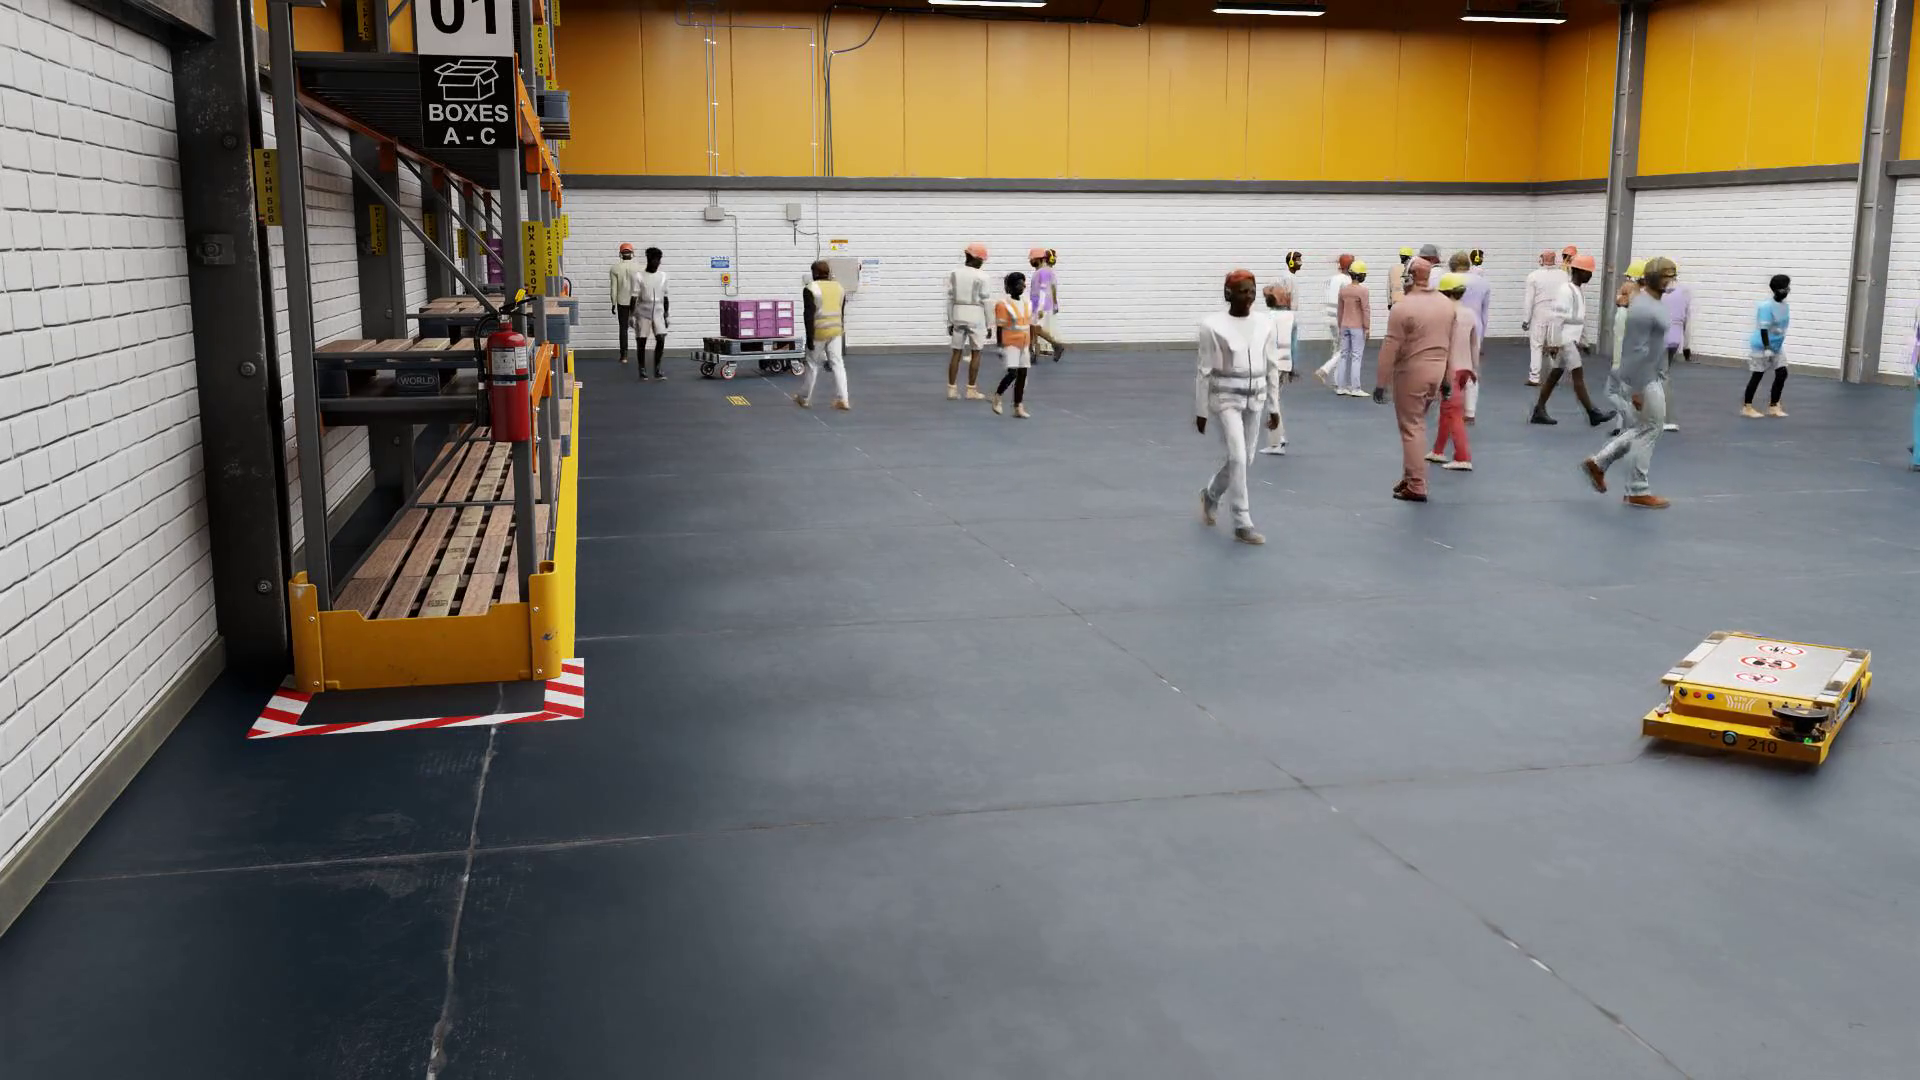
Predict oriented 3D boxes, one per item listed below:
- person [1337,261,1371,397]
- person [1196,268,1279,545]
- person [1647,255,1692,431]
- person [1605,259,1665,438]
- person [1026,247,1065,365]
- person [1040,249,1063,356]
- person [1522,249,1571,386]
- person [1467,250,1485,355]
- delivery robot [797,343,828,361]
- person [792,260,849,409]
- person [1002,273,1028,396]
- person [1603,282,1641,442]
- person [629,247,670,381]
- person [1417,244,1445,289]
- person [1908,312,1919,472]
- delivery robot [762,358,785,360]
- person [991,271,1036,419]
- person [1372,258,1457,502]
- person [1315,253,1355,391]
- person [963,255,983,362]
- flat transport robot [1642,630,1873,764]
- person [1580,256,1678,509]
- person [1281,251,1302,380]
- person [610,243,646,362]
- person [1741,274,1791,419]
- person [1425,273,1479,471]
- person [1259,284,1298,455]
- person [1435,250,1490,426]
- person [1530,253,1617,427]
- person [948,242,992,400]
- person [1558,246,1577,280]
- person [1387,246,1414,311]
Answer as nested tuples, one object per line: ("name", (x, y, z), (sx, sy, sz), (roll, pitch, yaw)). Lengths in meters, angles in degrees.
("person", (5.160, -2.755, 21.731), (0.318, 1.767, 0.534), (-6, 12, -32))
("person", (1.874, -0.938, 11.436), (0.577, 1.858, 0.884), (-4, 11, -22))
("person", (7.549, -2.131, 18.002), (0.596, 1.863, 0.948), (-3, 11, -16))
("person", (6.944, -1.963, 17.146), (0.591, 1.837, 0.403), (-6, 12, -28))
("person", (1.325, -3.810, 27.137), (0.650, 1.923, 0.563), (-3, 11, -15))
("person", (1.588, -4.172, 29.293), (0.328, 1.872, 0.513), (-5, 11, -25))
("person", (8.169, -3.094, 23.228), (0.652, 1.904, 0.402), (0, 10, -3))
("person", (9.124, -4.218, 29.571), (0.332, 1.865, 0.520), (-5, 11, -26))
("delivery robot", (-2.258, -2.929, 25.795), (0.707, 0.478, 0.477), (-5, 11, -25))
("person", (-1.665, -2.480, 20.137), (0.648, 1.791, 0.958), (-9, 13, -40))
("person", (0.764, -2.641, 21.552), (0.528, 1.625, 0.574), (-9, 13, -40))
("person", (6.661, -1.742, 16.543), (0.507, 1.623, 0.409), (-6, 12, -32))
("person", (-4.444, -3.234, 23.945), (0.683, 1.918, 0.840), (-6, 12, -29))
("person", (7.168, -3.490, 25.043), (1.012, 2.000, 0.674), (1, 10, 3))
("person", (8.530, -1.481, 14.472), (0.598, 1.832, 0.452), (-6, 12, -29))
("delivery robot", (-2.922, -2.985, 26.104), (0.477, 0.478, 0.707), (-1, 10, -4))
("person", (0.626, -2.217, 18.980), (0.536, 1.688, 0.392), (-10, 14, -43))
("person", (3.519, -1.259, 13.086), (0.669, 1.885, 0.657), (-6, 12, -30))
("person", (5.063, -2.907, 22.309), (0.588, 1.866, 0.574), (-4, 11, -20))
("person", (0.210, -3.920, 27.983), (0.429, 1.844, 0.626), (0, 10, 2))
("flat transport robot", (3.435, 0.634, 7.096), (0.652, 0.197, 1.431), (7, 13, 35))
("person", (5.127, -1.199, 12.679), (0.596, 1.918, 0.657), (6, 12, 28))
("person", (4.860, -3.293, 24.427), (0.312, 1.869, 0.535), (2, 10, 12))
("person", (-5.526, -3.956, 27.775), (0.611, 1.986, 0.392), (-3, 11, -14))
("person", (9.156, -2.176, 18.818), (0.555, 1.648, 0.611), (-7, 12, -32))
("person", (4.330, -1.507, 14.889), (0.562, 1.739, 0.776), (-7, 12, -34))
("person", (2.970, -1.620, 15.851), (0.523, 1.623, 0.452), (-9, 13, -40))
("person", (5.463, -2.196, 18.201), (0.649, 1.918, 0.409), (-2, 10, -11))
("person", (6.758, -2.172, 18.182), (0.996, 1.878, 0.565), (7, 12, 34))
("person", (0.121, -2.776, 21.187), (0.637, 2.018, 0.471), (7, 12, 34))
("person", (10.978, -4.358, 30.166), (0.373, 1.929, 0.542), (2, 10, 12))
("person", (7.873, -4.250, 29.573), (0.383, 1.924, 0.594), (-9, 14, -42))
